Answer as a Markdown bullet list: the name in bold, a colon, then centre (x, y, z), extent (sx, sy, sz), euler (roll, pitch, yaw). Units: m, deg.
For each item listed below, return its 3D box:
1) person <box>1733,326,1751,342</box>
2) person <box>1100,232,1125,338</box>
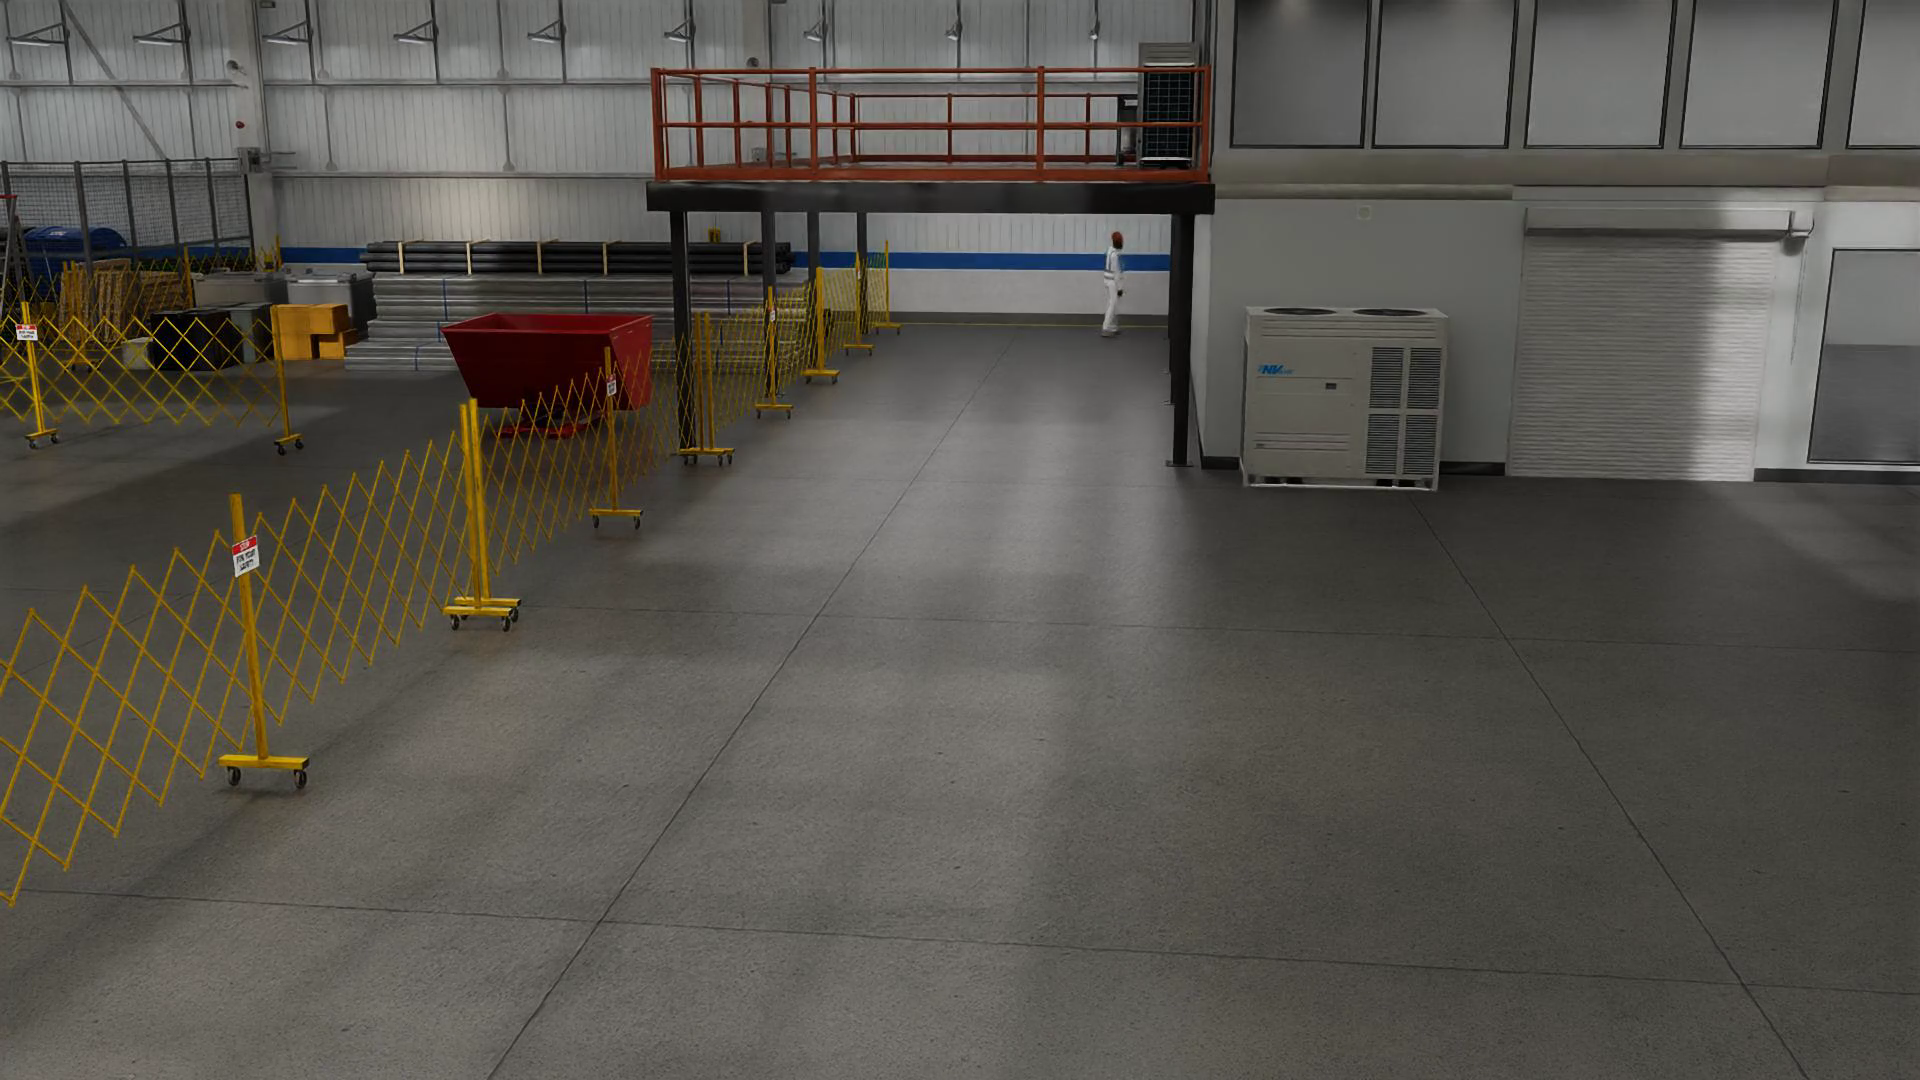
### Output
- **person**: centre (12.793, -3.972, 27.120), extent (0.507, 1.872, 0.329), euler (6, 15, 25)
- **person**: centre (2.701, -4.491, 29.295), extent (0.389, 1.858, 0.703), euler (0, 14, 0)
